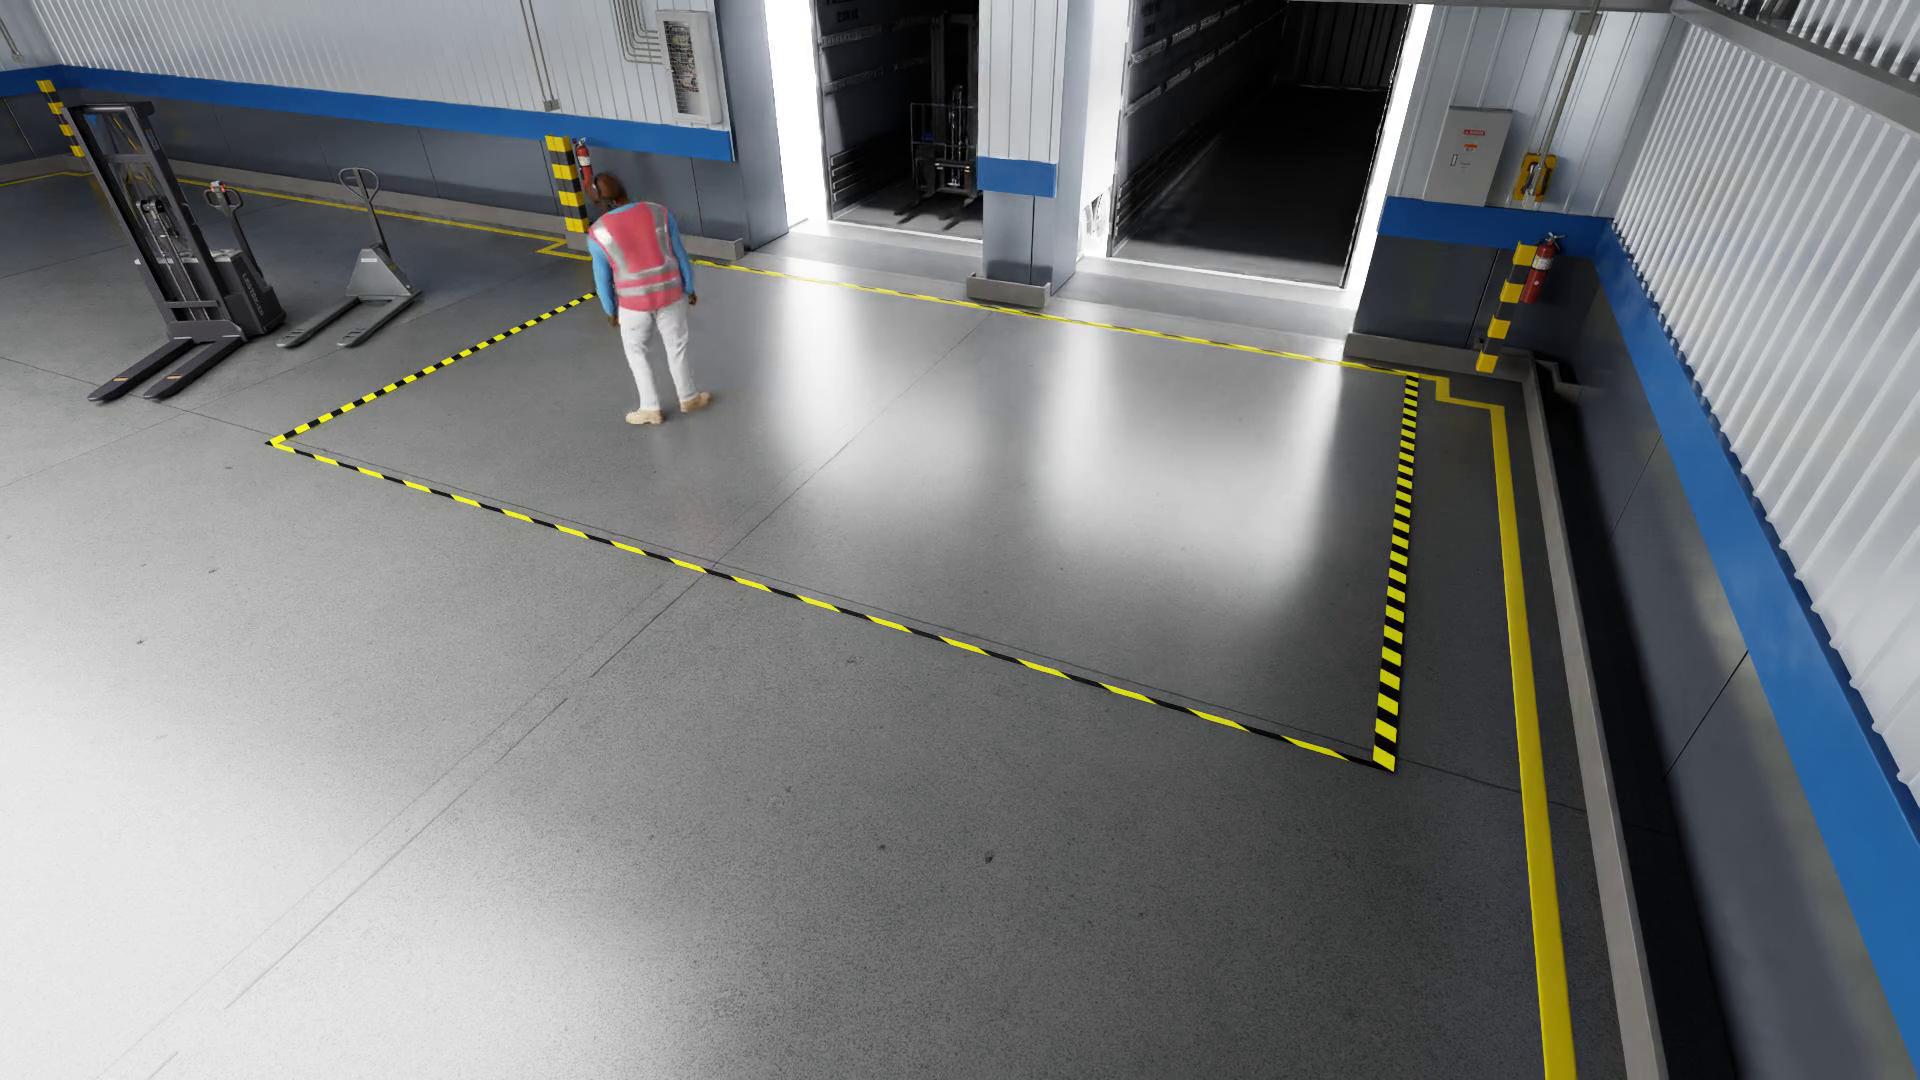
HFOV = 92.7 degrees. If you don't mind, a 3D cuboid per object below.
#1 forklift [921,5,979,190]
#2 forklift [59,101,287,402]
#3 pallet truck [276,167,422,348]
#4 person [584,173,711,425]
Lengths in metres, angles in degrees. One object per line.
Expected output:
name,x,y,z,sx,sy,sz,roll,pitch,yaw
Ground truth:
forklift,0.396,-5.989,12.268,1.157,2.036,2.680,13,37,18
forklift,-6.686,-2.387,7.434,0.823,1.965,1.885,-3,35,-5
pallet truck,-5.732,-2.611,8.414,0.680,1.201,1.601,-1,35,-1
person,-2.273,-1.734,6.674,0.696,1.808,0.432,-18,39,-24
